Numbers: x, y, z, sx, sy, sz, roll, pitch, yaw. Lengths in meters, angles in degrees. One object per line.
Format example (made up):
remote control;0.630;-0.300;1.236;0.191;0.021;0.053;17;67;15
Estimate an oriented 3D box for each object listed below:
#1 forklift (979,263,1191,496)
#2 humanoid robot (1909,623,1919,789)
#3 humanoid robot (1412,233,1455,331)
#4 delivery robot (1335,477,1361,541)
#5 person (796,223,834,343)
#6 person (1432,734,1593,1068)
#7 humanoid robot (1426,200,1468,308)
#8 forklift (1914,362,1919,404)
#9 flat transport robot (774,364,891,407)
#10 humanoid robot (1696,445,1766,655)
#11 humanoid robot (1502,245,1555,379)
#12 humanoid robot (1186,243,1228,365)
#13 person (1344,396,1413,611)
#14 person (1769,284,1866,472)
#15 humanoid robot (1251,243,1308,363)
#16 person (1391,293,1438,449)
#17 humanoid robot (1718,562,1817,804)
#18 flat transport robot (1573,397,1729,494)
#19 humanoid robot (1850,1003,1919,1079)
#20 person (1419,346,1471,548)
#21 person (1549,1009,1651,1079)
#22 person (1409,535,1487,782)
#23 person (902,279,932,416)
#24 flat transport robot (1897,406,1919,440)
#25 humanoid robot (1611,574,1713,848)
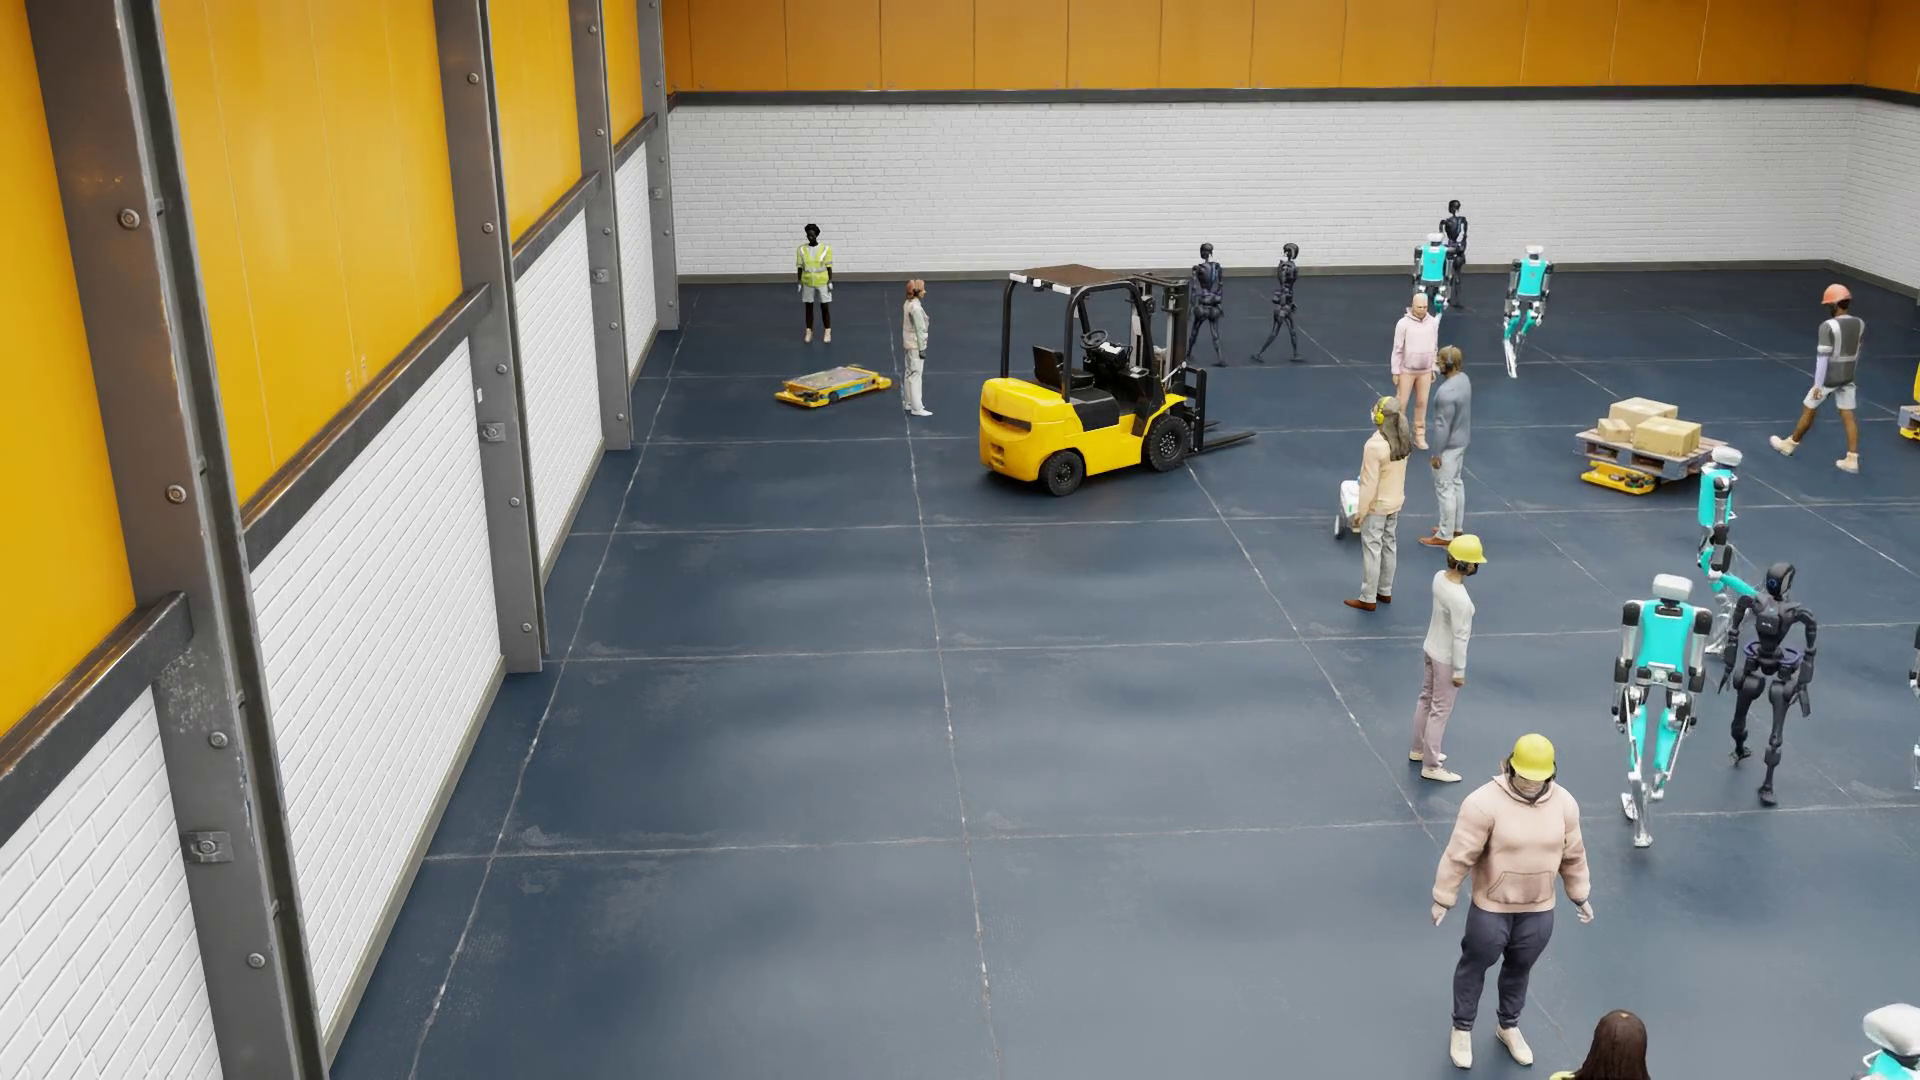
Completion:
forklift;1.315;-1.764;17.646;2.313;2.155;1.214;-14;24;-33
humanoid robot;6.473;1.010;10.774;0.545;1.770;0.960;9;22;22
humanoid robot;6.382;-3.299;22.506;0.543;1.774;0.911;7;21;18
delivery robot;3.874;-0.304;16.054;0.499;0.604;0.807;2;20;6
person;-2.040;-3.618;23.420;0.534;1.692;0.320;2;20;7
person;2.782;1.800;8.407;0.812;1.864;0.421;-1;20;-3
humanoid robot;7.567;-4.443;25.719;0.597;1.630;0.714;-8;22;-21
forklift;12.602;-2.435;19.475;2.313;2.155;1.214;-1;20;-4
flat transport robot;-1.590;-1.938;20.908;0.659;0.231;1.431;16;26;38
humanoid robot;6.123;0.174;13.129;0.737;1.870;0.538;4;21;11
humanoid robot;7.338;-2.988;21.747;0.560;1.844;0.848;2;20;7
humanoid robot;3.303;-3.157;22.264;0.616;1.615;0.805;-13;24;-32
person;3.584;-0.306;14.134;0.554;1.877;0.409;-17;26;-39
person;9.410;-1.764;17.966;0.703;1.966;1.070;-8;21;-20
humanoid robot;4.330;-3.173;22.289;0.744;1.630;0.608;8;22;21
person;5.061;-1.889;18.591;0.537;1.775;0.409;-4;20;-9
humanoid robot;5.443;0.908;11.165;0.601;1.652;0.610;18;27;40
flat transport robot;7.329;-0.770;17.724;1.431;0.231;0.659;-15;25;-35
humanoid robot;3.396;2.521;6.682;0.530;1.777;1.008;-10;23;-26
person;4.579;-0.879;15.638;0.399;1.925;0.635;12;23;29
person;2.425;2.596;6.385;0.472;1.766;0.365;10;22;24
person;3.332;0.792;11.310;0.332;1.761;0.517;-1;20;-4
person;-0.533;-2.308;19.922;0.306;1.640;0.515;-6;21;-16
flat transport robot;11.297;-1.081;18.571;0.659;0.231;1.431;-3;20;-9
humanoid robot;4.348;1.155;10.403;0.535;1.737;0.993;7;21;18
